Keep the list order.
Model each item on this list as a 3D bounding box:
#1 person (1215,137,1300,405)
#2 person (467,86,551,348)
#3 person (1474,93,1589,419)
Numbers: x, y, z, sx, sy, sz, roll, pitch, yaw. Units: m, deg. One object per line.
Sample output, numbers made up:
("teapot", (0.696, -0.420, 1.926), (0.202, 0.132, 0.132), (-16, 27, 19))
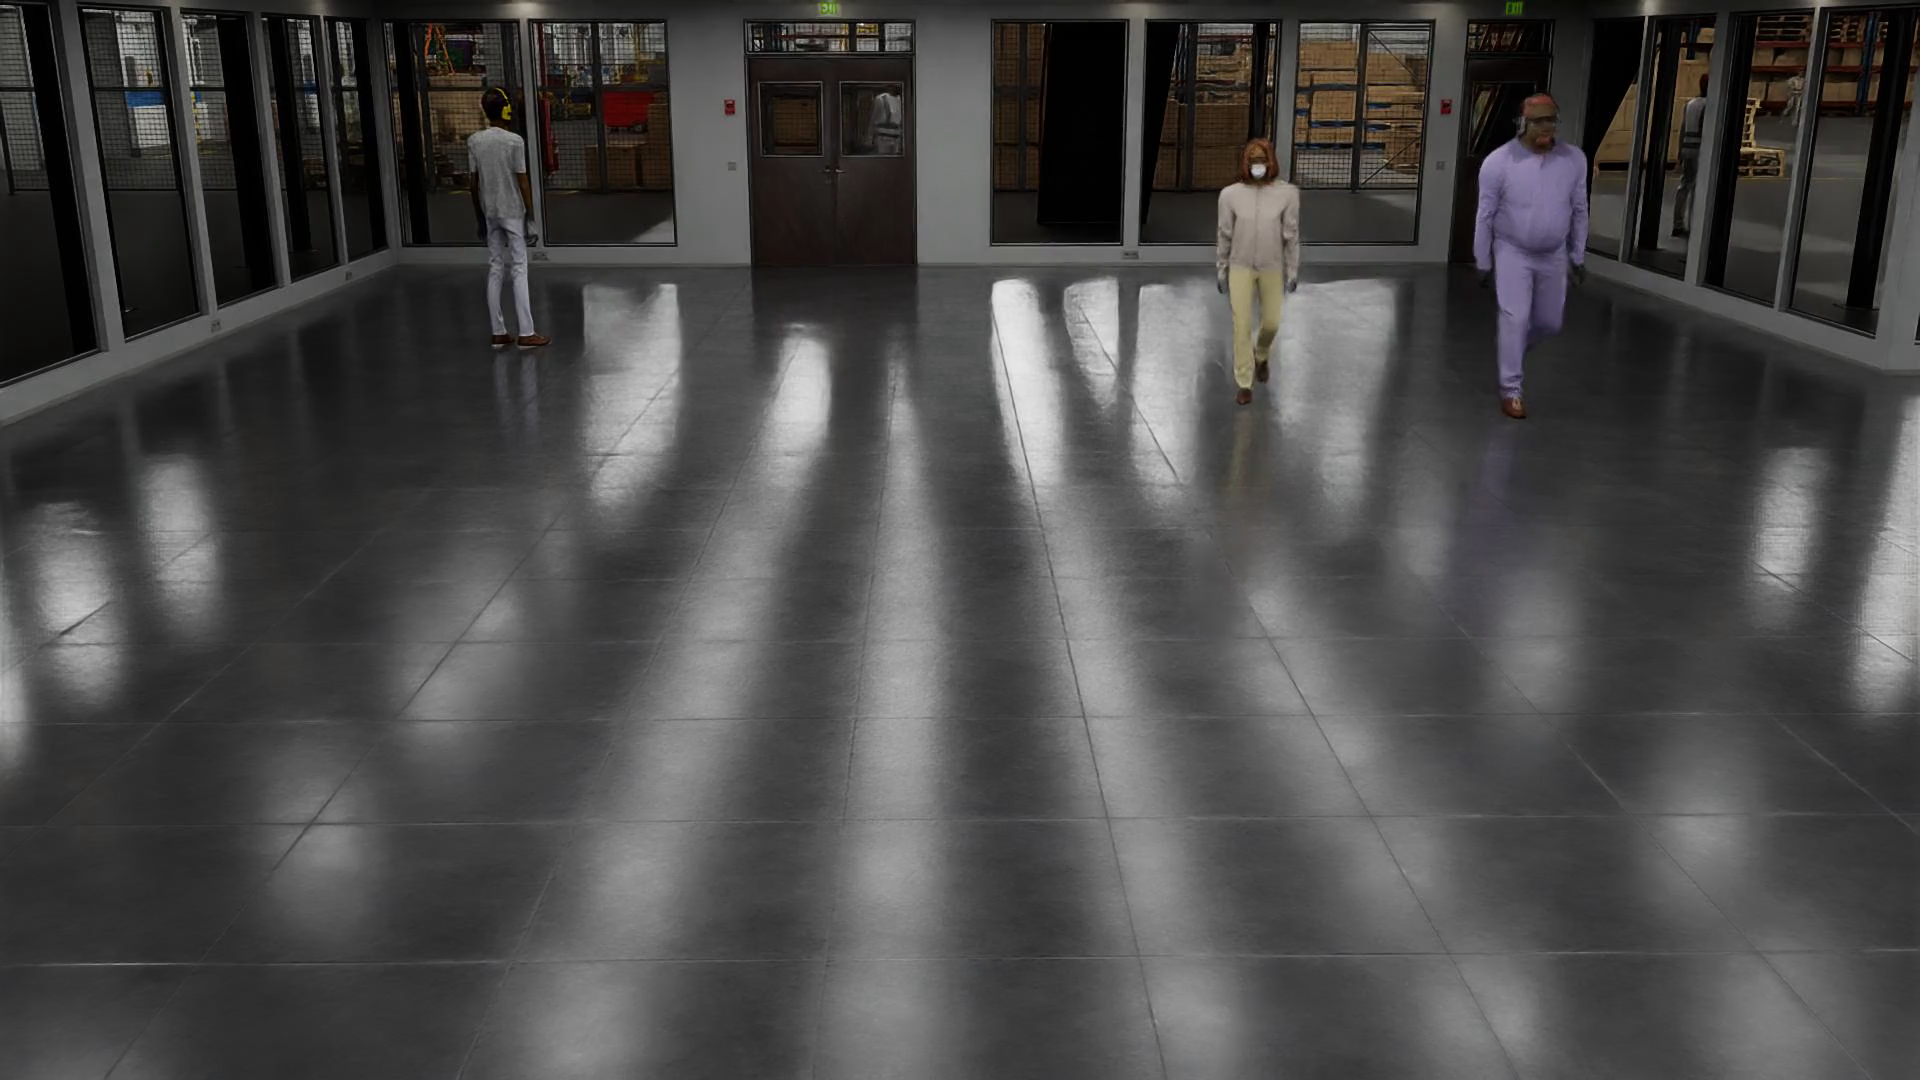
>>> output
("person", (1.827, -1.669, 10.285), (0.512, 1.614, 0.503), (2, 17, 7))
("person", (-3.307, -2.335, 12.117), (0.518, 1.874, 0.327), (6, 17, 20))
("person", (3.397, -1.712, 9.967), (0.658, 1.884, 0.705), (-2, 16, -6))
